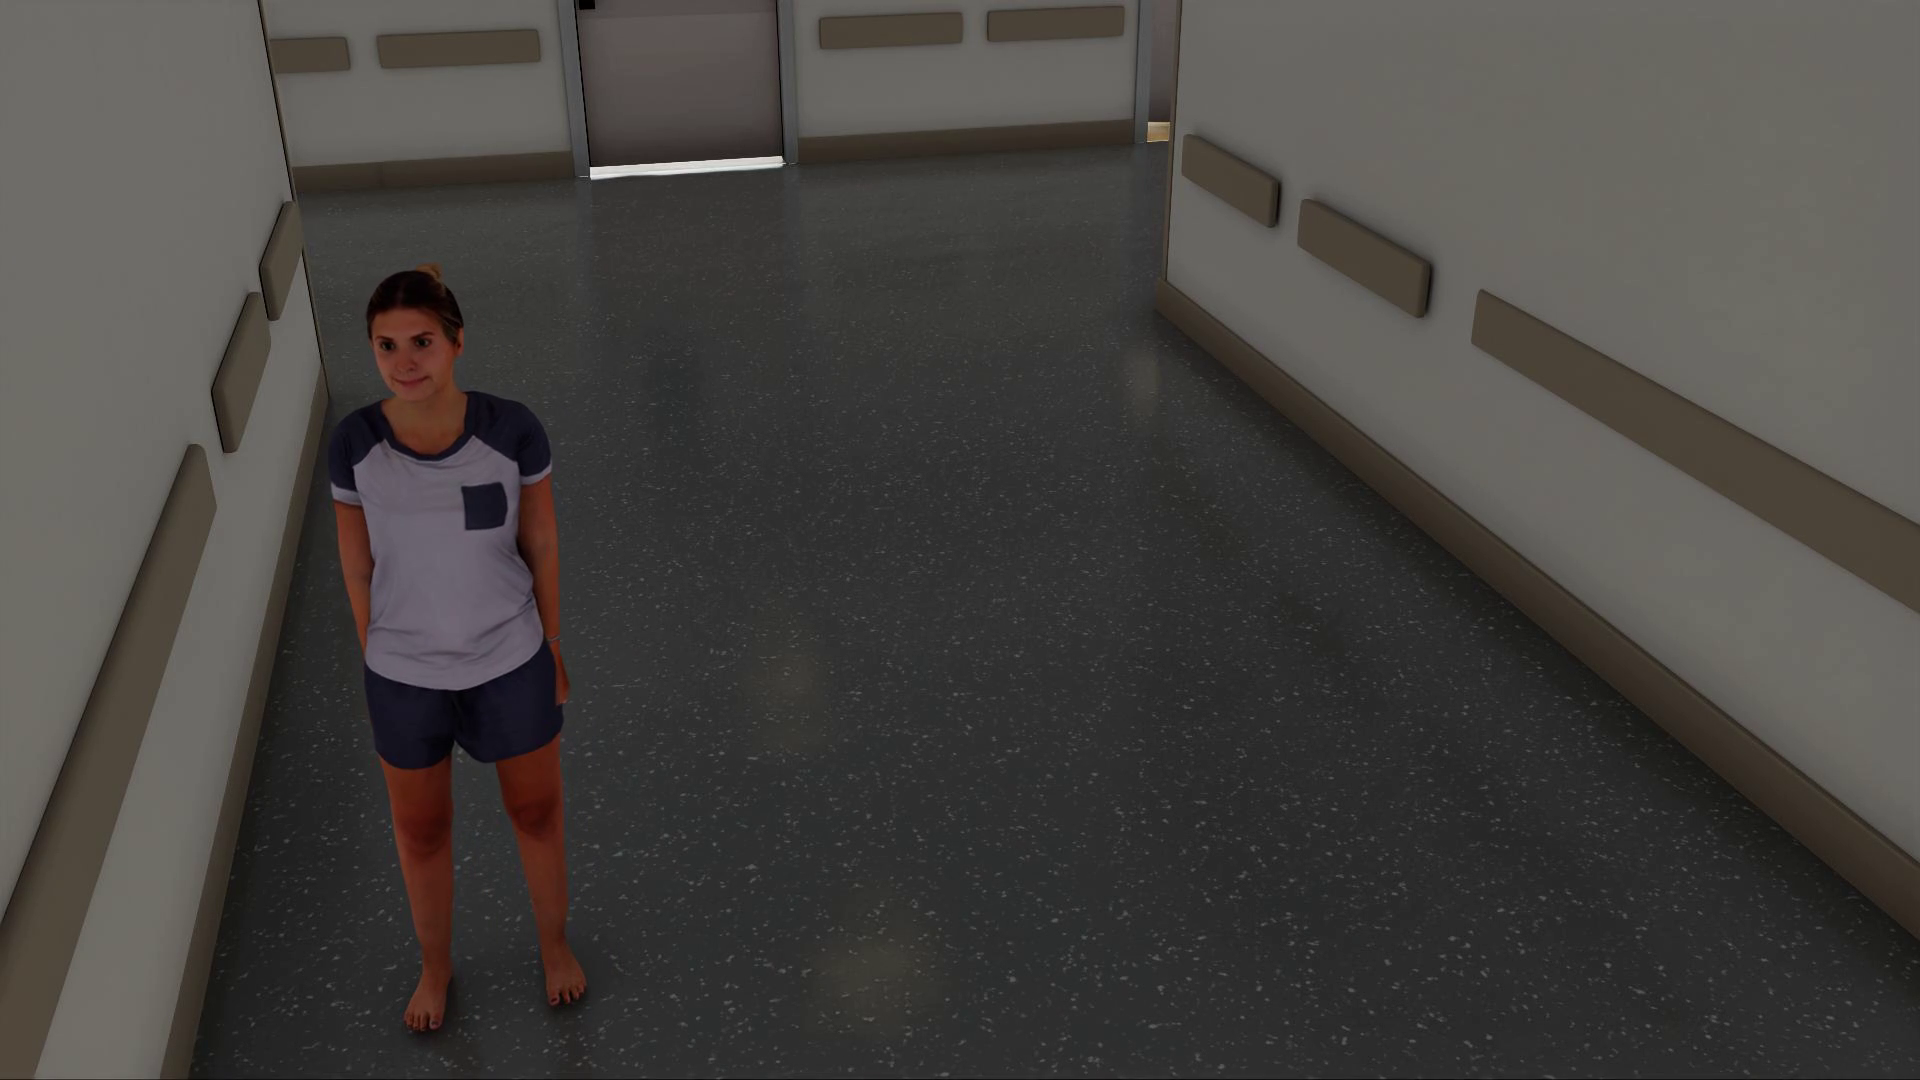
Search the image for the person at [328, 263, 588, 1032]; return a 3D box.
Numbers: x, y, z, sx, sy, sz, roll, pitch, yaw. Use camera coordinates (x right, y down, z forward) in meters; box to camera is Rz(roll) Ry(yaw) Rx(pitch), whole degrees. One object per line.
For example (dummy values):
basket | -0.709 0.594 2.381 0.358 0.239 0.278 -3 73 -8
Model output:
person | -1.000 0.245 3.337 0.457 1.624 0.643 -6 26 -13
